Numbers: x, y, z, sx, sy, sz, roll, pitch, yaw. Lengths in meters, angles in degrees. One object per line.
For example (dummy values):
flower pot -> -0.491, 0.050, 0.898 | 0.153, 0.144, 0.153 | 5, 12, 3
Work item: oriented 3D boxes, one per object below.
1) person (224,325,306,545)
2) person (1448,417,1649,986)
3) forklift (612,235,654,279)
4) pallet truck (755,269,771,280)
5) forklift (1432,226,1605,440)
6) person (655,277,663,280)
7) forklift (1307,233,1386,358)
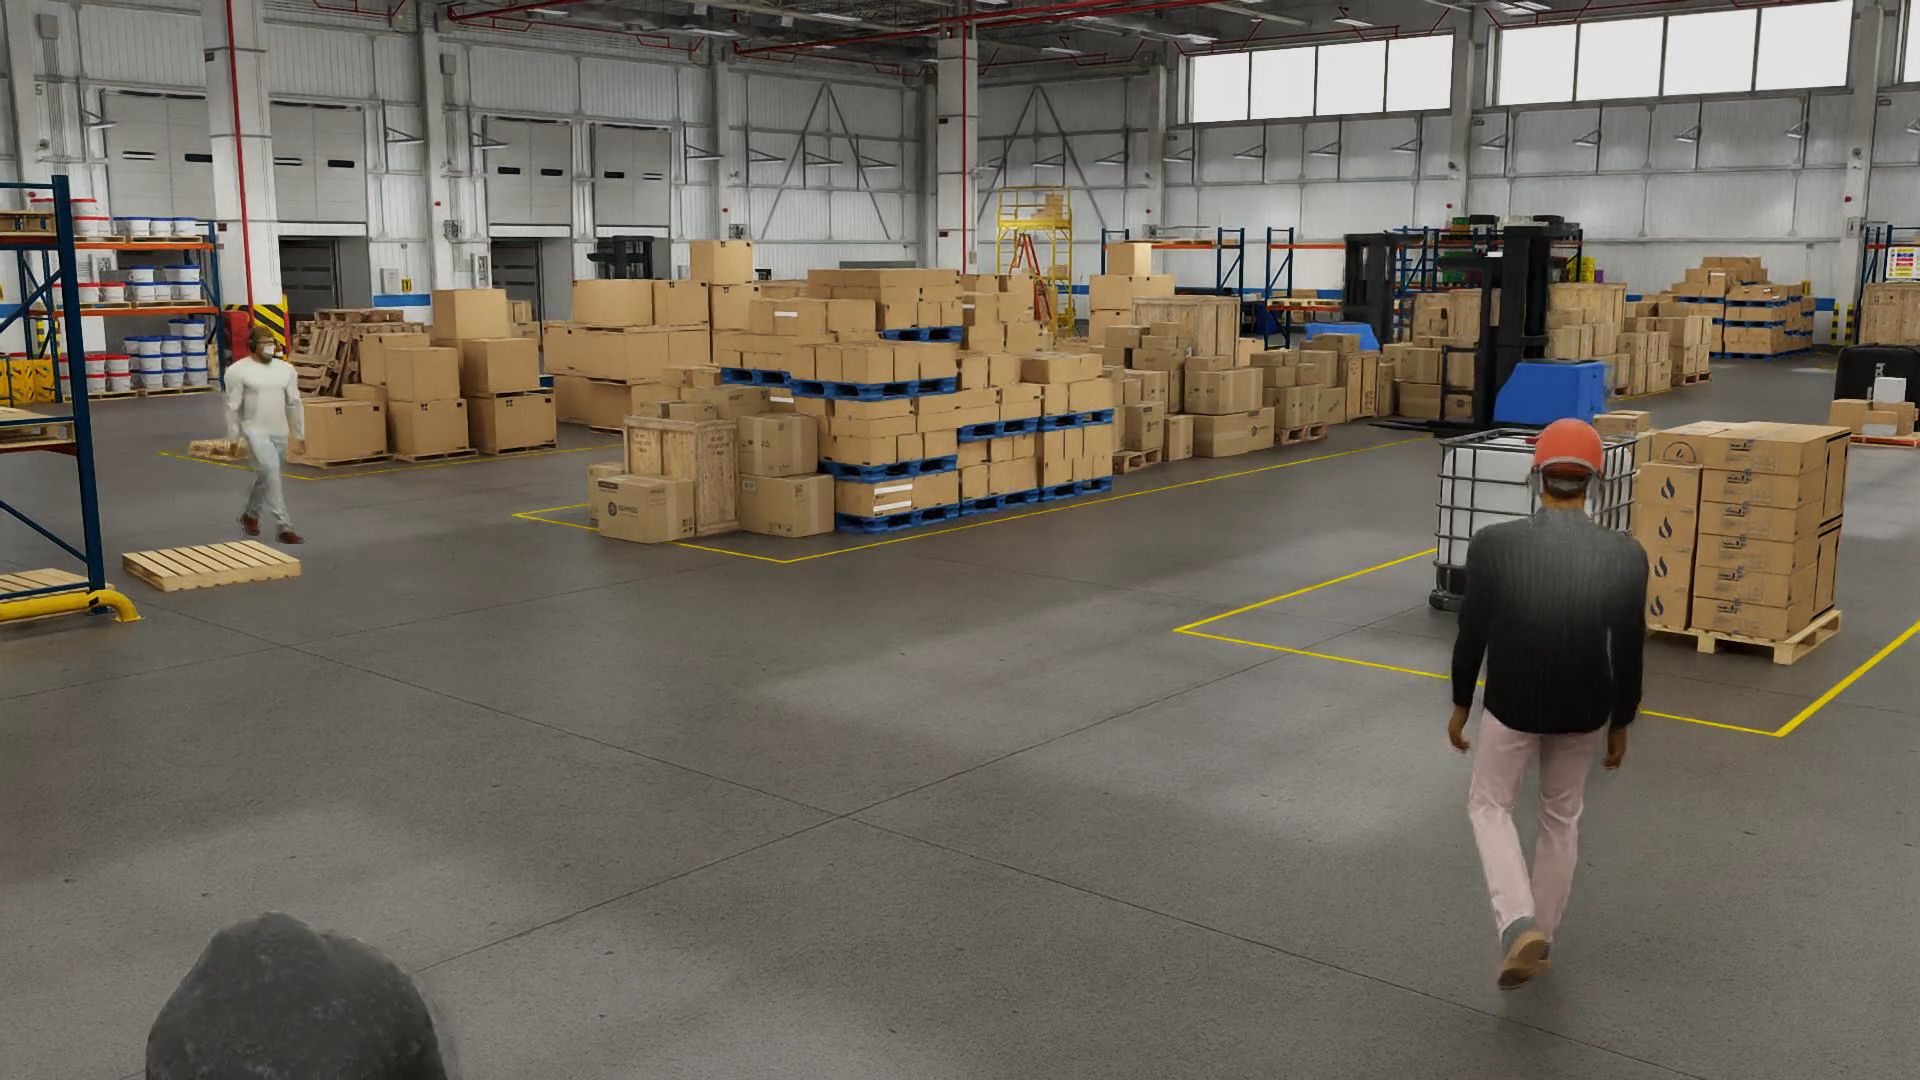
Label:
person -> -6.091, -0.930, 14.527 | 1.007, 1.897, 0.637 | 7, 12, 36
person -> 2.009, 0.574, 5.679 | 0.634, 1.979, 0.672 | 1, 10, 7
forklift -> -7.300, -5.450, 37.421 | 1.873, 2.768, 1.129 | 8, 13, 40
pallet truck -> -4.996, -6.432, 45.525 | 1.885, 1.965, 0.823 | -6, 12, -32
forklift -> 7.354, -2.686, 21.684 | 1.873, 2.768, 1.129 | 9, 13, 40
person -> -6.498, -4.725, 36.022 | 0.635, 1.929, 0.387 | -5, 11, -25
forklift -> 7.827, -4.572, 32.423 | 1.873, 2.768, 1.129 | -4, 11, -22
